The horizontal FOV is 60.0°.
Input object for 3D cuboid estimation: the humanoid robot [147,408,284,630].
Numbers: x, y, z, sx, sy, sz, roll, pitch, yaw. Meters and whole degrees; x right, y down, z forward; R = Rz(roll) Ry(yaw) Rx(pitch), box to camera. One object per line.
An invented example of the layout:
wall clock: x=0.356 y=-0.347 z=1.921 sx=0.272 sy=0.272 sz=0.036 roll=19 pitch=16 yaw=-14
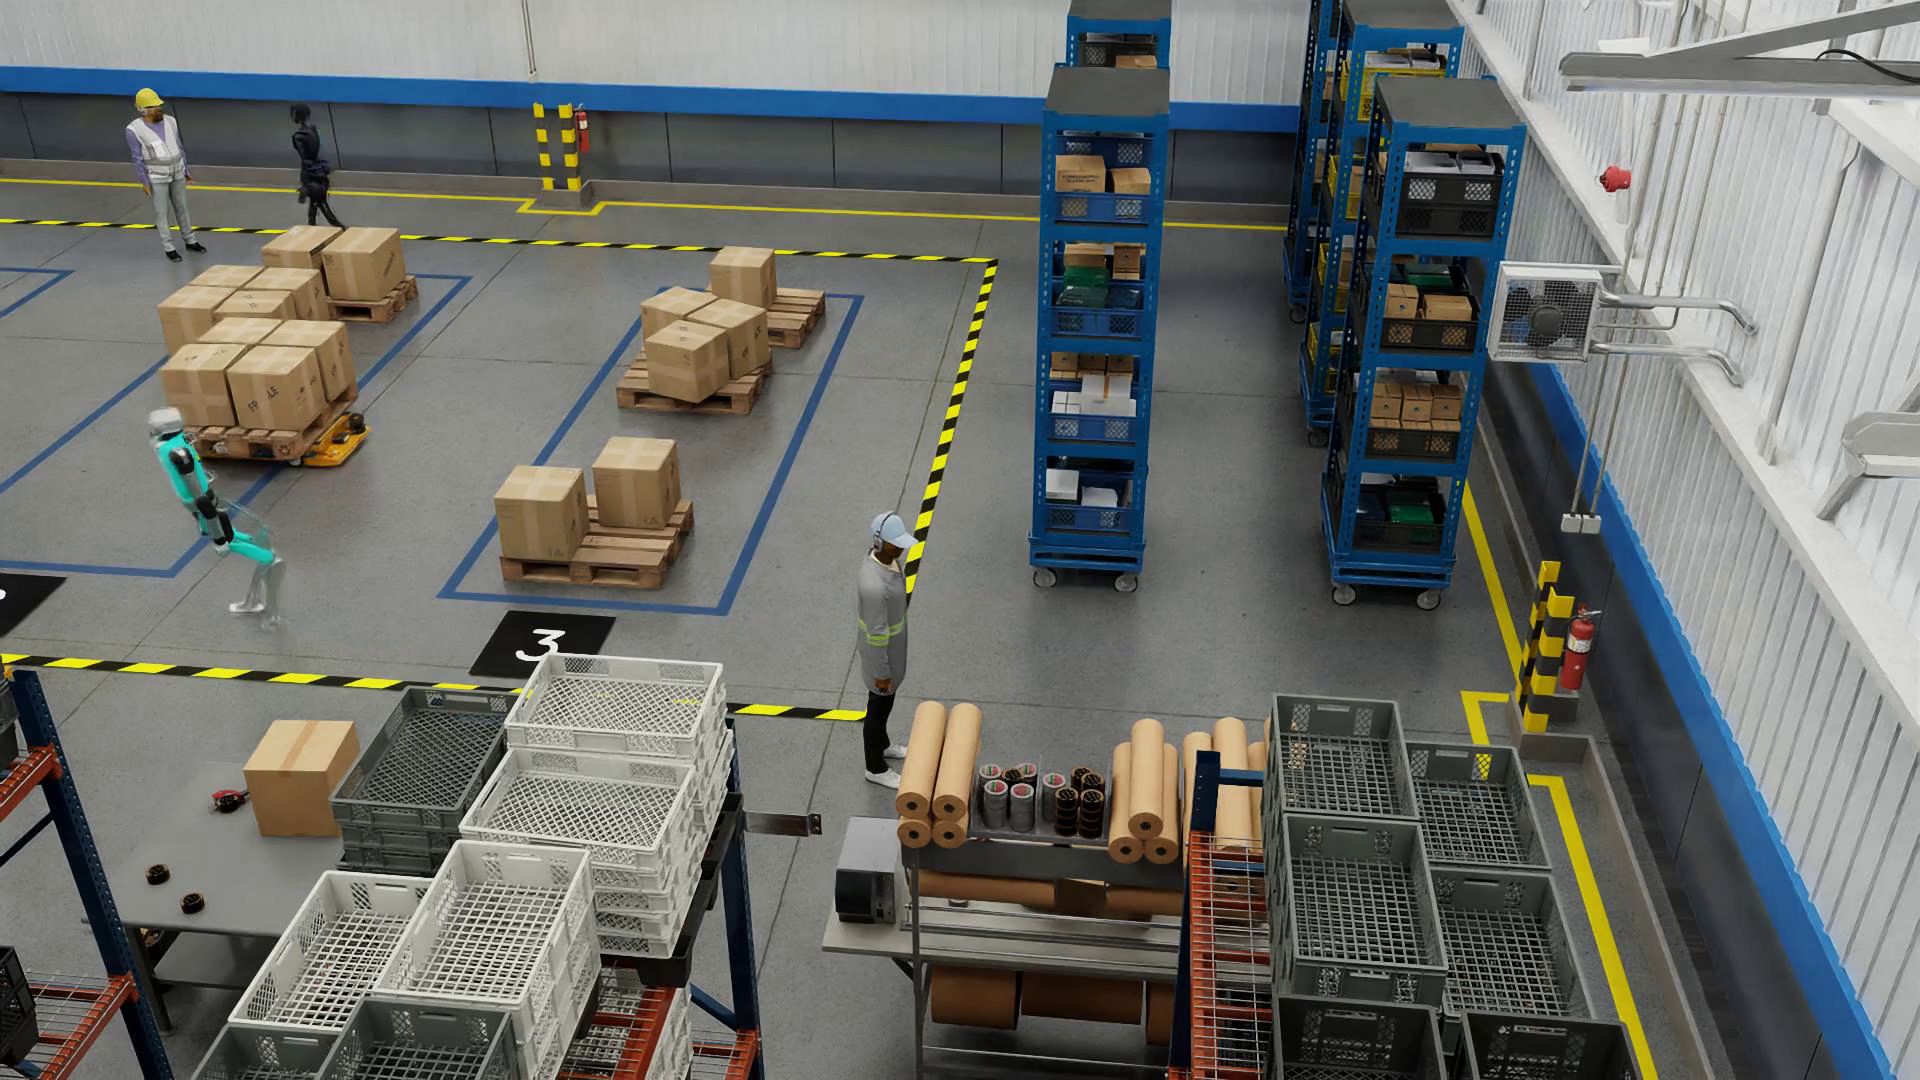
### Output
humanoid robot: x=-5.019 y=-0.157 z=11.477 sx=0.780 sy=1.755 sz=0.547 roll=-22 pitch=37 yaw=-33

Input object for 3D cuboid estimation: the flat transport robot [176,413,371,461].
flat transport robot: x=-5.854 y=-0.895 z=14.182 sx=1.431 sy=0.197 sz=0.652 roll=3 pitch=30 yaw=6

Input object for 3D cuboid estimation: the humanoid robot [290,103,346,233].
humanoid robot: x=-6.983 y=-3.915 z=18.059 sx=0.780 sy=1.643 sz=0.590 roll=-2 pitch=30 yaw=-3

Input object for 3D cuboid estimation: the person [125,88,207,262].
person: x=-8.531 y=-3.926 z=17.857 sx=0.404 sy=1.837 sz=0.592 roll=18 pitch=35 yaw=28

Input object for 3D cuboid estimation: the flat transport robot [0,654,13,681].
flat transport robot: x=-7.142 y=0.969 z=11.010 sx=1.431 sy=0.231 sz=0.659 roll=3 pitch=30 yaw=6

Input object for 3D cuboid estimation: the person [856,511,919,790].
person: x=-0.423 y=0.643 z=9.996 sx=0.388 sy=1.849 sz=0.597 roll=2 pitch=30 yaw=4
